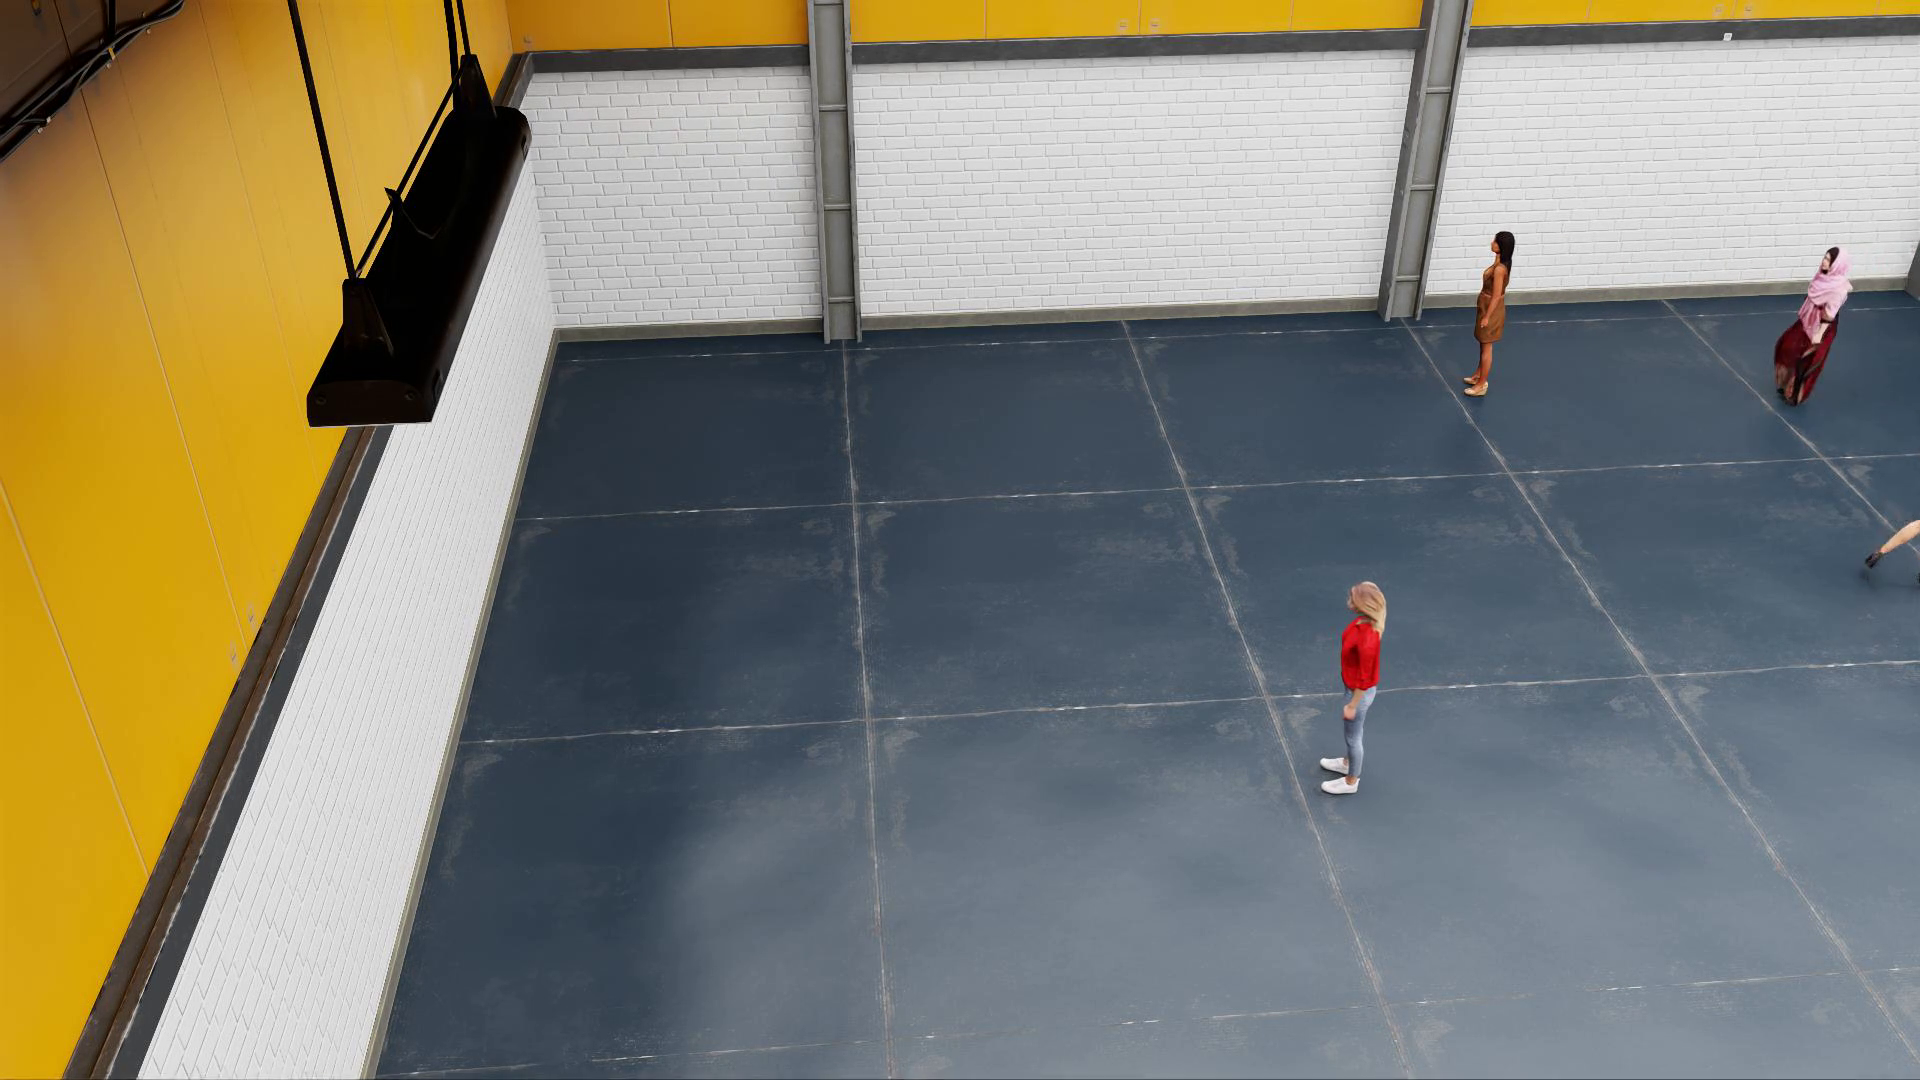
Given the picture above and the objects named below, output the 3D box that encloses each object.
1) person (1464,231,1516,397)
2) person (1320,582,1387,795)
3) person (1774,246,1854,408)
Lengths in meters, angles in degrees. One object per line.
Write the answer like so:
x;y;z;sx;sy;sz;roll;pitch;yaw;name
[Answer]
5.130;-2.198;16.080;0.604;1.690;0.618;8;34;11;person
2.692;0.998;11.258;0.602;1.705;0.668;6;34;9;person
8.260;-2.059;15.915;0.645;1.642;0.680;-2;34;-2;person
